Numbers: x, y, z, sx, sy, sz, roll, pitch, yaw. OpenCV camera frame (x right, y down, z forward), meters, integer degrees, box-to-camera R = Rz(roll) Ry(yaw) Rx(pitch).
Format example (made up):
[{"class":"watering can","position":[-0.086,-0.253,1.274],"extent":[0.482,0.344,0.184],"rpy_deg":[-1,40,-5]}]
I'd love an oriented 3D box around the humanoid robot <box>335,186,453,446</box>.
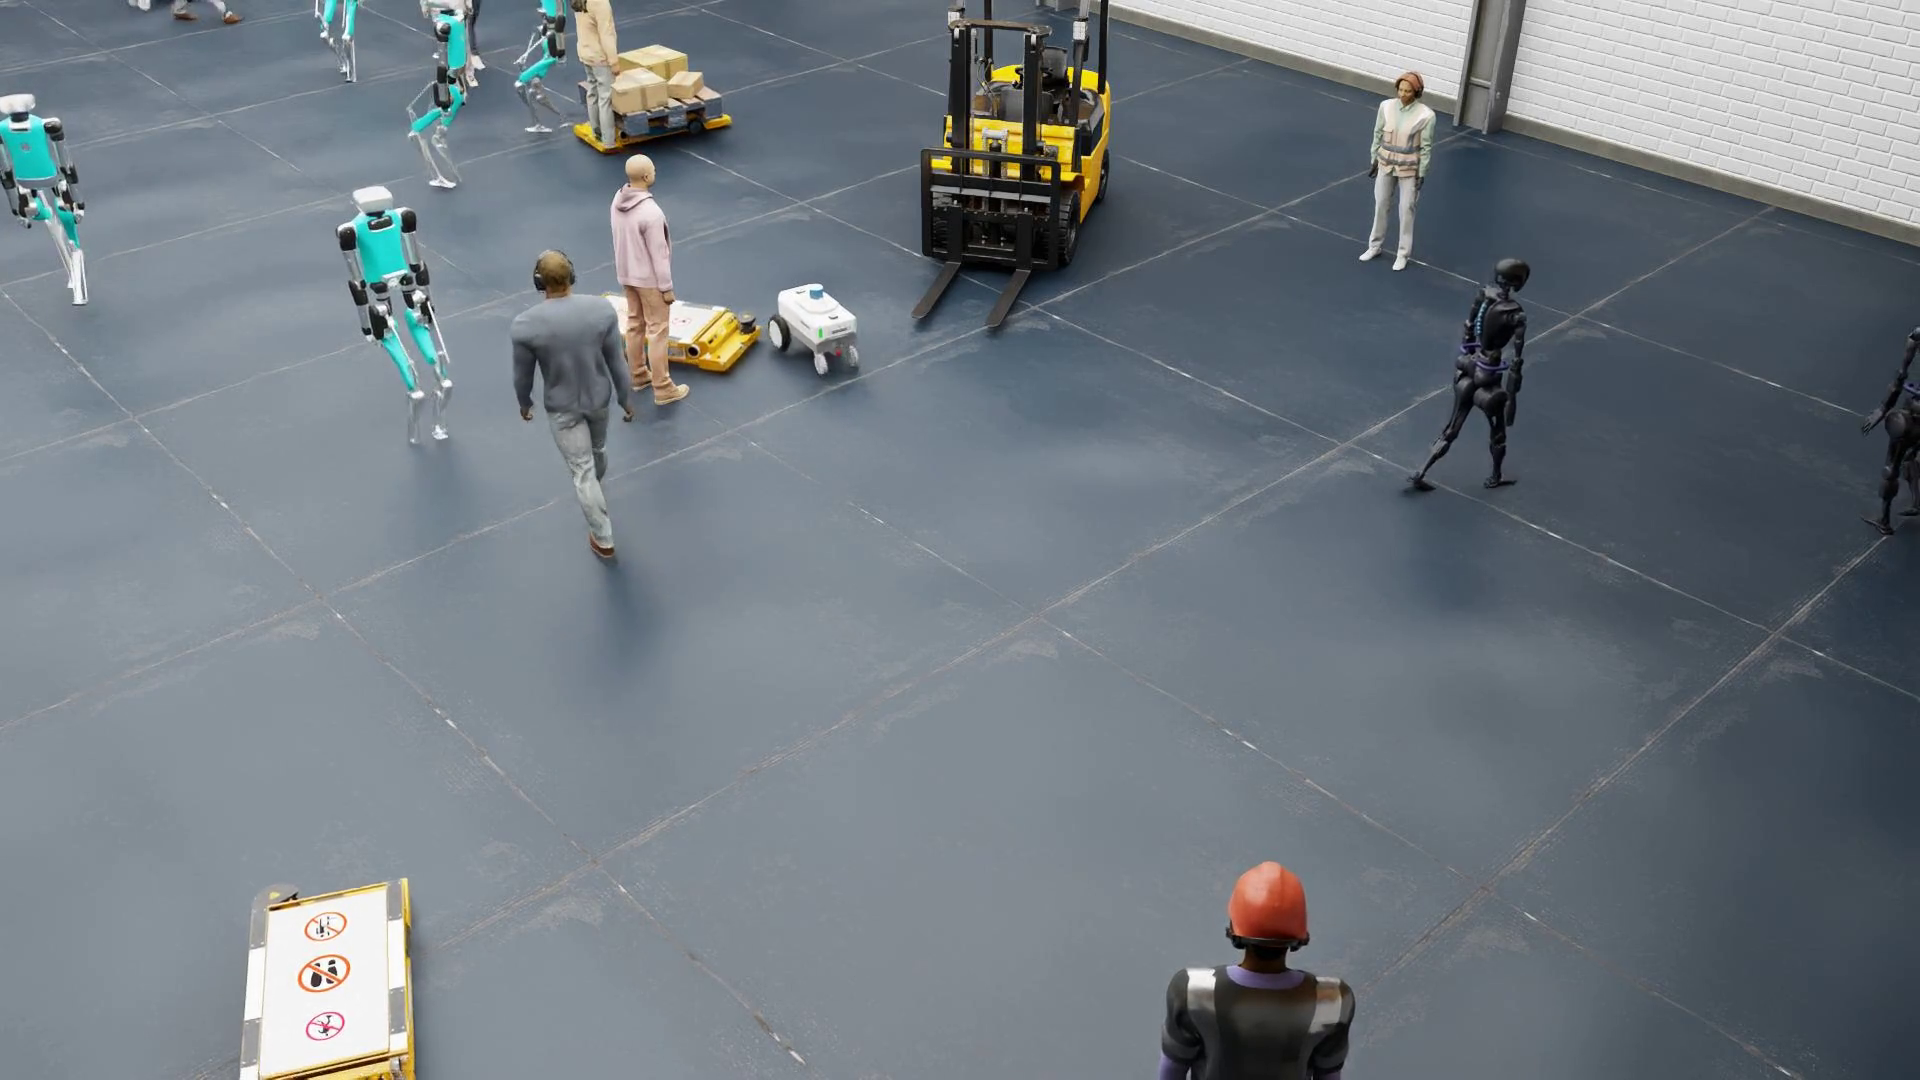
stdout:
[{"class":"humanoid robot","position":[-3.637,-1.396,11.005],"extent":[0.534,1.831,0.642],"rpy_deg":[-27,42,-35]}]

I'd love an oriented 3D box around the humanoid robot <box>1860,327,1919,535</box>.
[{"class":"humanoid robot","position":[5.841,-0.786,10.092],"extent":[0.595,1.648,0.370],"rpy_deg":[-8,34,-11]}]

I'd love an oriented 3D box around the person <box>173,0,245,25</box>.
[{"class":"person","position":[-9.020,-6.890,19.536],"extent":[0.875,1.596,0.486],"rpy_deg":[-6,34,-10]}]

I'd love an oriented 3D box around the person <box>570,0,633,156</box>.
[{"class":"person","position":[-3.442,-4.597,15.777],"extent":[0.398,1.871,0.560],"rpy_deg":[-23,39,-31]}]

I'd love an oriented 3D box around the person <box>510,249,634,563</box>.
[{"class":"person","position":[-2.348,-0.869,10.028],"extent":[0.641,1.881,1.024],"rpy_deg":[-17,37,-25]}]

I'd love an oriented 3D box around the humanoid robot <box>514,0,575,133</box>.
[{"class":"humanoid robot","position":[-4.178,-4.799,16.226],"extent":[0.818,1.781,0.547],"rpy_deg":[-15,36,-22]}]

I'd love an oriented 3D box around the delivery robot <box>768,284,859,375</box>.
[{"class":"delivery robot","position":[-1.075,-1.615,12.410],"extent":[0.499,0.612,0.801],"rpy_deg":[-19,37,-26]}]

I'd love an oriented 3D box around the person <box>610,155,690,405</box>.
[{"class":"person","position":[-2.199,-1.802,11.566],"extent":[0.408,1.776,0.526],"rpy_deg":[-28,42,-36]}]

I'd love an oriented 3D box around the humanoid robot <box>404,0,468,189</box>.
[{"class":"humanoid robot","position":[-4.757,-4.013,15.056],"extent":[0.768,1.839,0.531],"rpy_deg":[3,33,5]}]

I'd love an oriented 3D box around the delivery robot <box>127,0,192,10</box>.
[{"class":"delivery robot","position":[-9.893,-6.886,20.468],"extent":[0.499,0.566,0.739],"rpy_deg":[25,41,33]}]

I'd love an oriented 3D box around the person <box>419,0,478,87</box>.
[{"class":"person","position":[-5.390,-5.623,17.456],"extent":[0.540,1.753,0.378],"rpy_deg":[-9,34,-14]}]

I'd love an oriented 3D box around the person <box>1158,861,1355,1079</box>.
[{"class":"person","position":[0.962,1.899,5.644],"extent":[0.602,2.034,0.414],"rpy_deg":[2,33,3]}]

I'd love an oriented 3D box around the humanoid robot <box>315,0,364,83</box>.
[{"class":"humanoid robot","position":[-6.651,-5.753,17.752],"extent":[0.545,1.893,0.802],"rpy_deg":[-1,33,-2]}]

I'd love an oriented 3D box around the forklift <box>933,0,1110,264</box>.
[{"class":"forklift","position":[0.570,-3.725,14.138],"extent":[1.214,2.155,2.313],"rpy_deg":[9,34,13]}]

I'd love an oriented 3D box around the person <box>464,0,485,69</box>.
[{"class":"person","position":[-5.480,-6.188,18.265],"extent":[0.813,1.833,0.858],"rpy_deg":[-21,38,-29]}]

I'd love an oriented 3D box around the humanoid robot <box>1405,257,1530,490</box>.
[{"class":"humanoid robot","position":[3.286,-1.024,10.516],"extent":[0.771,1.652,0.611],"rpy_deg":[-11,35,-16]}]

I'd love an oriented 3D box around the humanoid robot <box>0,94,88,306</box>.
[{"class":"humanoid robot","position":[-7.063,-2.660,12.913],"extent":[0.540,1.733,0.976],"rpy_deg":[-10,34,-15]}]

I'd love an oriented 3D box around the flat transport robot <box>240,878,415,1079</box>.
[{"class":"flat transport robot","position":[-2.691,1.989,7.117],"extent":[0.659,0.231,1.431],"rpy_deg":[-9,34,-14]}]

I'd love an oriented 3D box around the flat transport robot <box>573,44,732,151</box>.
[{"class":"flat transport robot","position":[-3.072,-4.191,16.615],"extent":[1.431,0.231,0.659],"rpy_deg":[-20,38,-28]}]

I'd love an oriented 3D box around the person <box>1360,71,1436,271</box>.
[{"class":"person","position":[3.575,-3.011,13.552],"extent":[0.517,1.633,0.316],"rpy_deg":[25,40,33]}]

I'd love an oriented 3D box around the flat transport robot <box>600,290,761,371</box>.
[{"class":"flat transport robot","position":[-2.303,-1.590,12.617],"extent":[1.431,0.231,0.659],"rpy_deg":[10,34,15]}]
